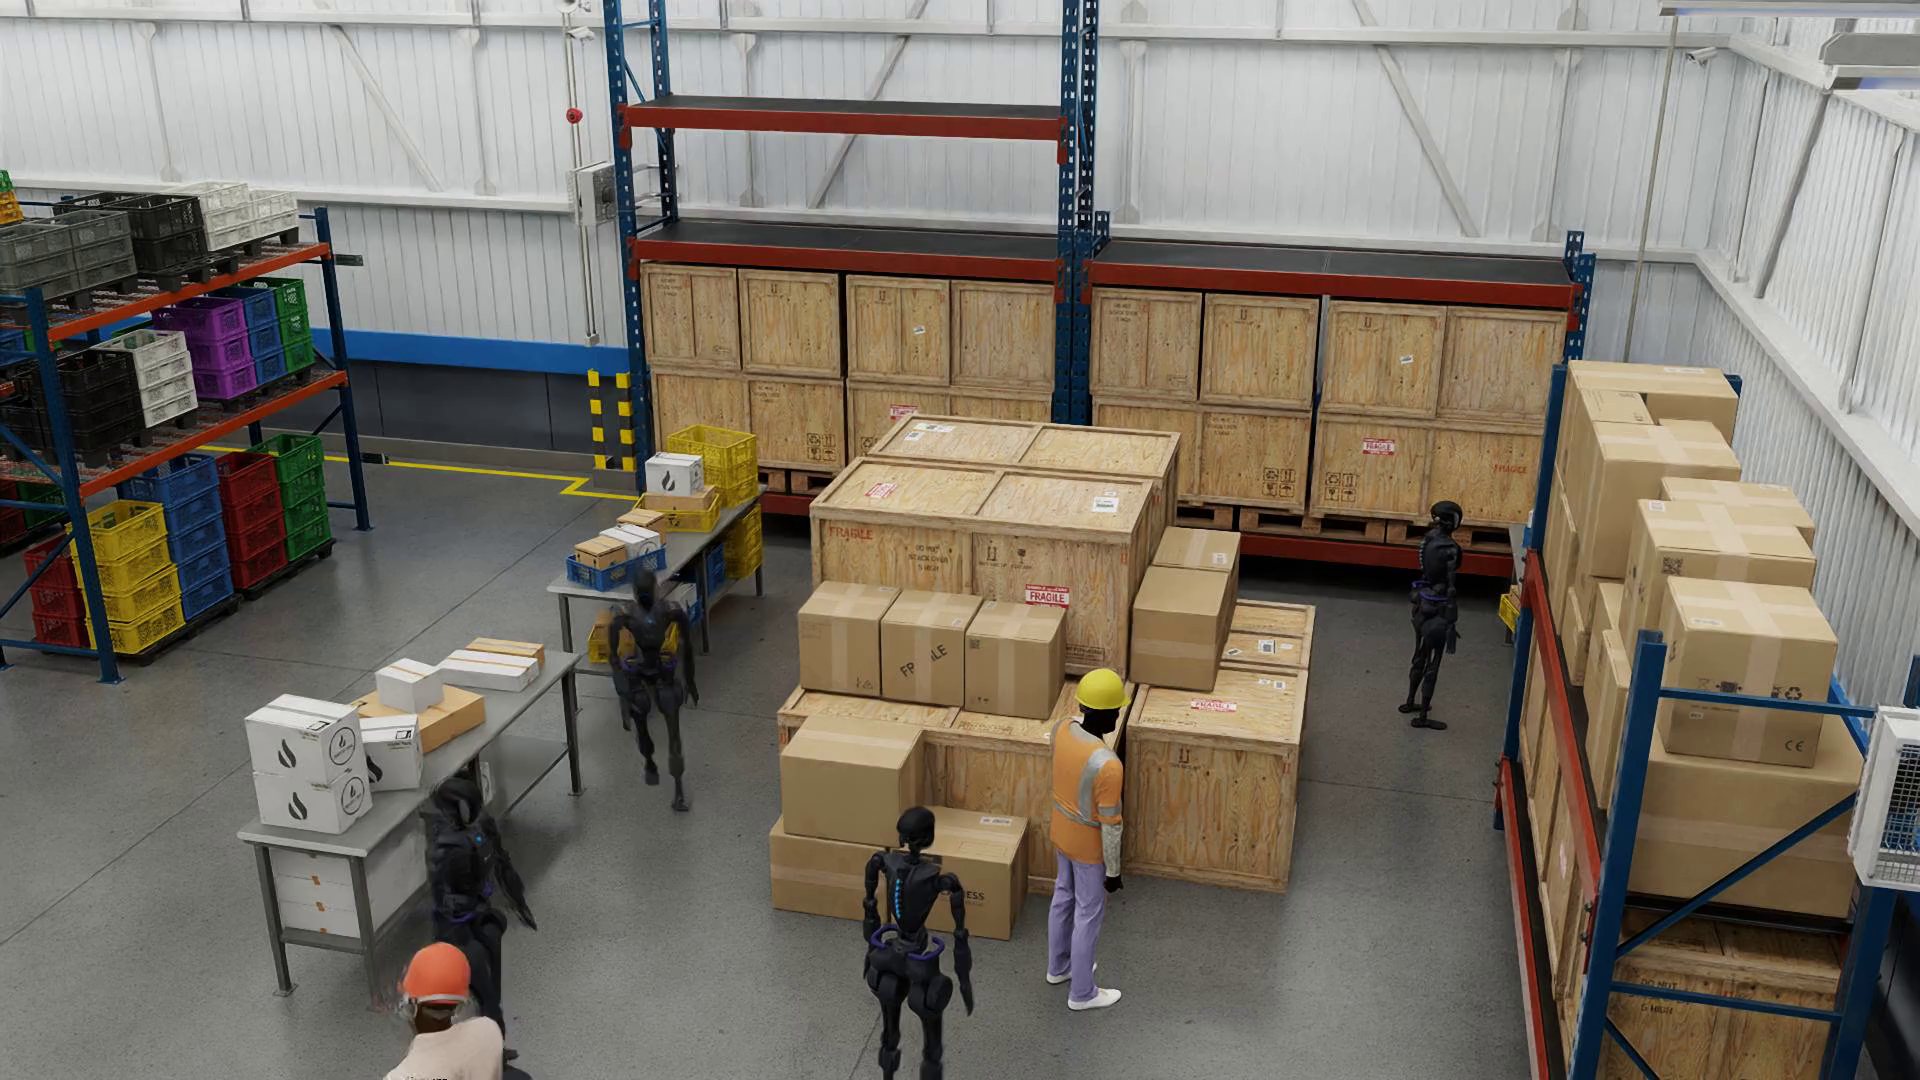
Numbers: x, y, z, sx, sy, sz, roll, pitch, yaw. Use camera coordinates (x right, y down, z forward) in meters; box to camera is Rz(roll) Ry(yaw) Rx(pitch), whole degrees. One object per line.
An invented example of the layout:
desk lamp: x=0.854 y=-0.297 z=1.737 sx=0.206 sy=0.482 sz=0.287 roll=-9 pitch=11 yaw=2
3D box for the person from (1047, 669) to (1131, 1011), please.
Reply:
person: x=0.677 y=1.555 z=8.677 sx=0.399 sy=1.919 sz=0.579 roll=-11 pitch=24 yaw=-27

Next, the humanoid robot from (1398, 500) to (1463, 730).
humanoid robot: x=3.354 y=0.507 z=11.728 sx=0.314 sy=1.657 sz=0.609 roll=-2 pitch=21 yaw=-4

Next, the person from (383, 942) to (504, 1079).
person: x=-1.952 y=2.457 z=6.292 sx=0.518 sy=1.960 sz=0.696 roll=10 pitch=23 yaw=24

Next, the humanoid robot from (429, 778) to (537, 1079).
humanoid robot: x=-2.329 y=1.904 z=8.101 sx=0.418 sy=1.649 sz=0.655 roll=5 pitch=21 yaw=13

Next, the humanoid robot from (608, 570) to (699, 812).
humanoid robot: x=-1.958 y=0.940 z=10.690 sx=0.549 sy=1.618 sz=0.815 roll=-5 pitch=22 yaw=-13

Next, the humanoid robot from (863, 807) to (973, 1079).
humanoid robot: x=-0.222 y=2.006 z=7.820 sx=0.582 sy=1.651 sz=0.320 roll=11 pitch=24 yaw=27
